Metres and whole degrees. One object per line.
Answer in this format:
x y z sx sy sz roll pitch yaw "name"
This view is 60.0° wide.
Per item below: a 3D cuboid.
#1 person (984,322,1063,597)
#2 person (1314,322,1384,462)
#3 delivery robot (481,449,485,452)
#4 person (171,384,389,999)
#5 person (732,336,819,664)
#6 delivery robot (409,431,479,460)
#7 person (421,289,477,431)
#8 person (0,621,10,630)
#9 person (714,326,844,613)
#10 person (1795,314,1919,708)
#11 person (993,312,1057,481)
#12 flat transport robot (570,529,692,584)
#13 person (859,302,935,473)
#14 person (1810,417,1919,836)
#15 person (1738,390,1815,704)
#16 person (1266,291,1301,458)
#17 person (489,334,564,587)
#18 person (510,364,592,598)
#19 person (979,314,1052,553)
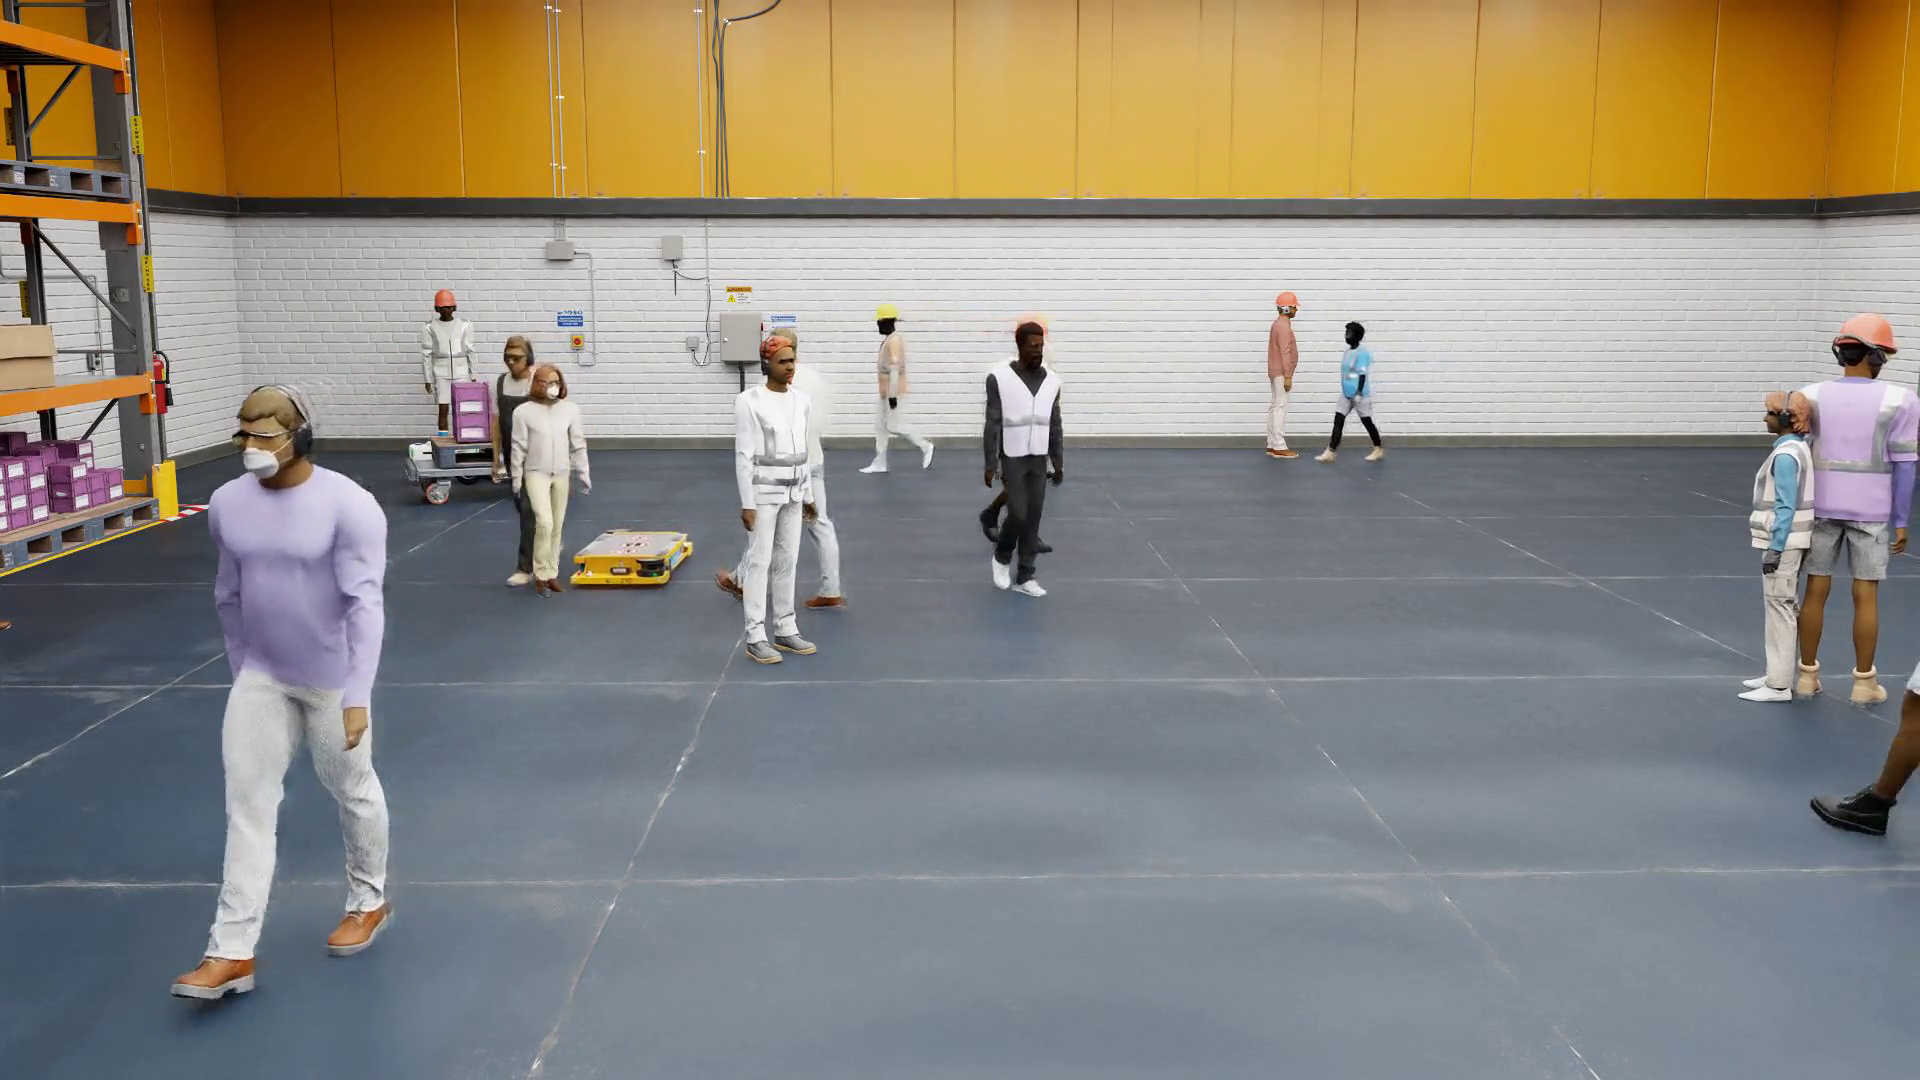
0.449 -0.555 11.519 0.626 1.905 0.449 -6 11 -32 "person"
4.620 -1.722 19.466 0.857 1.652 0.540 -3 10 -16 "person"
-4.754 -0.956 17.829 0.707 0.478 0.477 -8 12 -40 "delivery robot"
-2.120 0.475 5.215 0.653 1.896 0.947 2 9 12 "person"
-1.061 -0.239 9.661 0.355 1.883 0.572 8 12 39 "person"
-5.441 -0.911 17.555 0.707 0.478 0.477 -3 10 -16 "delivery robot"
-6.064 -1.962 19.784 0.614 2.031 0.407 -4 10 -23 "person"
-6.241 -0.334 10.279 0.514 1.873 0.328 0 9 3 "person"
-1.174 -0.473 11.092 1.055 1.874 0.626 7 12 37 "person"
4.625 -0.153 8.668 0.609 2.035 0.403 8 12 40 "person"
0.687 -1.512 17.719 0.844 1.793 0.613 0 9 0 "person"
-2.430 0.116 12.413 0.652 0.197 1.431 0 9 -1 "flat transport robot"
-0.704 -1.678 18.422 0.771 1.902 0.595 -2 9 -11 "person"
3.934 0.302 6.386 1.022 1.883 0.536 9 13 44 "person"
4.299 0.036 8.720 0.307 1.639 0.525 5 11 30 "person"
3.896 -1.989 20.040 0.378 1.996 0.610 0 9 -1 "person"
-3.122 -0.608 12.169 0.500 1.811 0.865 3 10 15 "person"
-2.822 -0.411 11.526 0.518 1.613 0.543 -8 13 -42 "person"
0.485 -0.850 13.315 0.581 1.914 0.538 9 13 42 "person"
